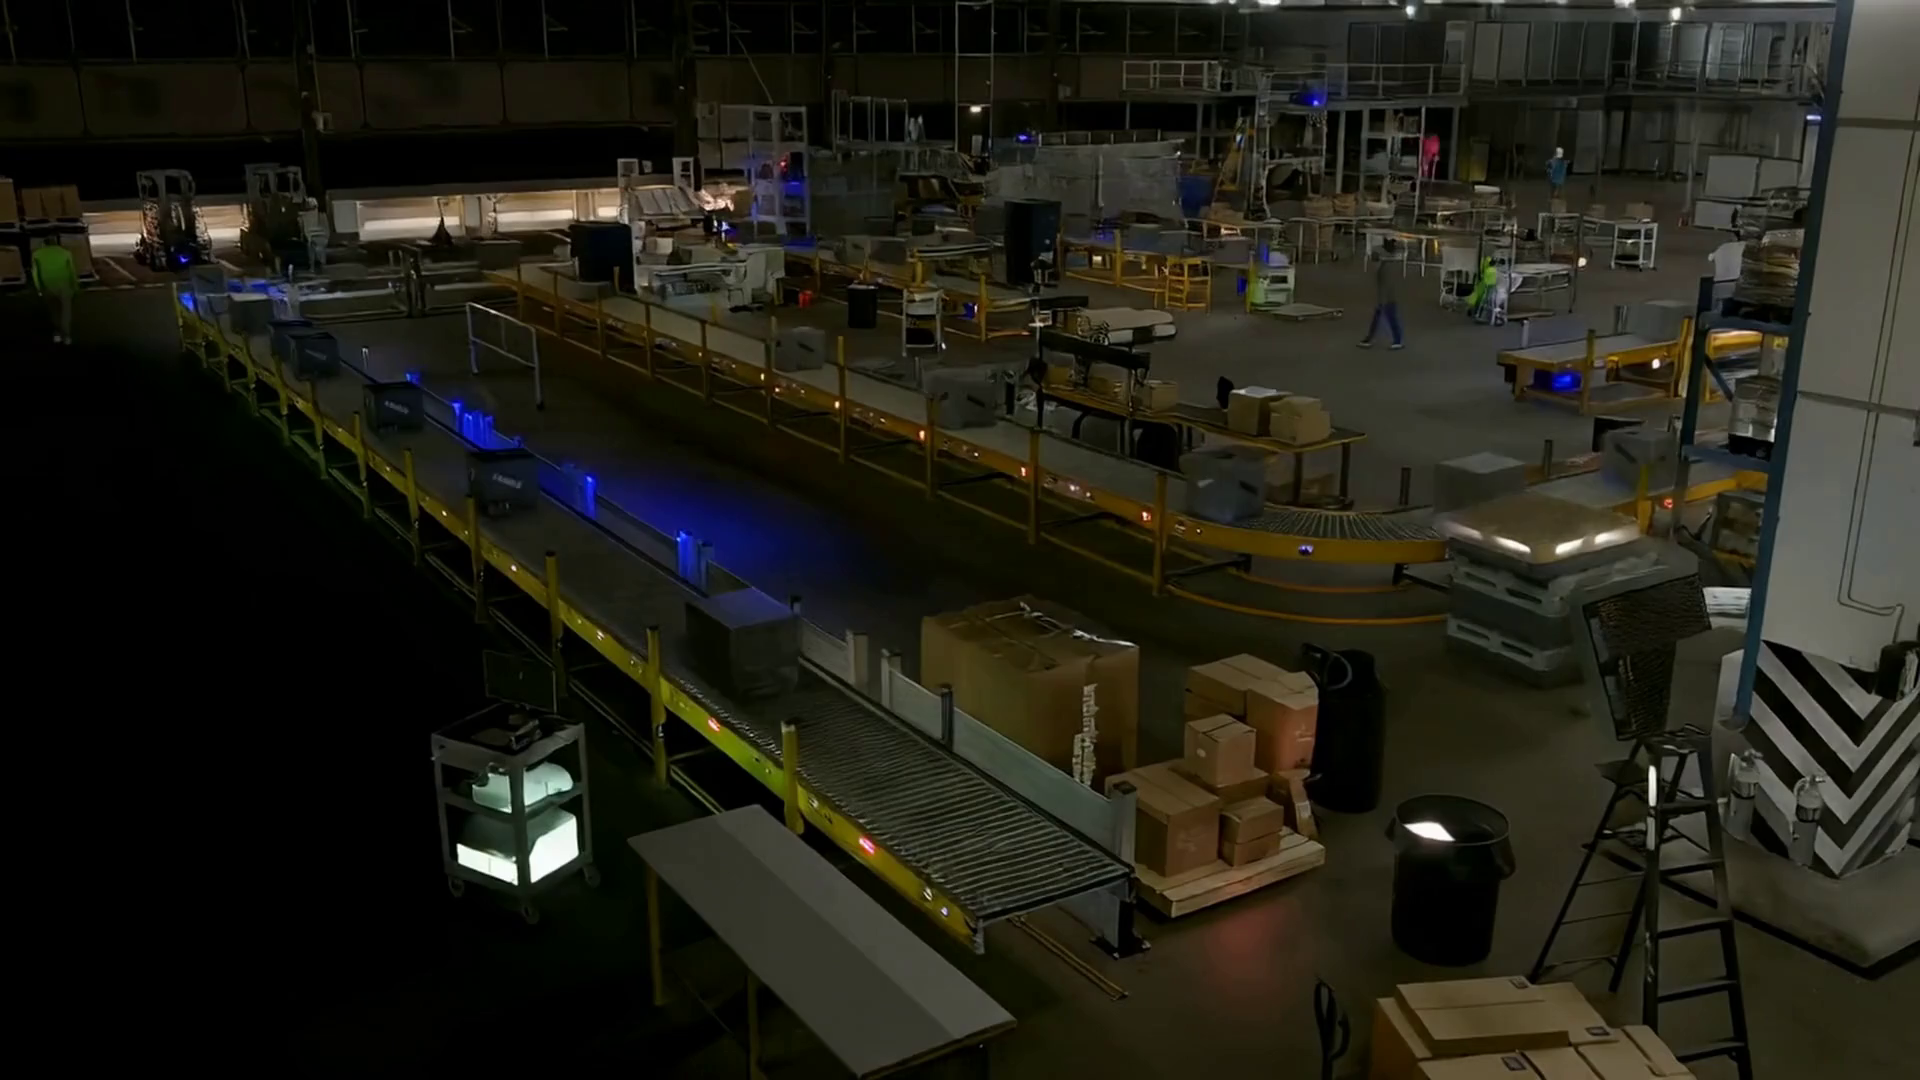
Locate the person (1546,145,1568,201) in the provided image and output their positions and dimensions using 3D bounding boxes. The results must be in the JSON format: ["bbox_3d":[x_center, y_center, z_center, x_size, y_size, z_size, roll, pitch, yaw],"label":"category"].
[{"bbox_3d":[17.395,-10.487,48.541,0.613,2.043,0.382,-4,17,-12],"label":"person"}]

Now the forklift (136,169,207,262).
[{"bbox_3d":[-17.842,-7.318,37.559,1.157,1.987,2.680,-10,20,-31],"label":"forklift"}]

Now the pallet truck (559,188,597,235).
[{"bbox_3d":[-10.010,-8.652,43.699,0.653,1.274,1.630,-10,20,-31],"label":"pallet truck"}]

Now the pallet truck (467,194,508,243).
[{"bbox_3d":[-11.983,-8.177,42.137,0.704,1.261,1.522,-11,20,-33],"label":"pallet truck"}]

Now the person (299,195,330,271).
[{"bbox_3d":[-13.639,-6.383,35.243,0.595,1.832,0.404,0,17,-1],"label":"person"}]

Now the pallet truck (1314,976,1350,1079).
[{"bbox_3d":[2.299,2.390,7.086,1.601,1.201,0.680,-2,17,-7],"label":"pallet truck"}]

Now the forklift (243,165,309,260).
[{"bbox_3d":[-15.898,-7.669,38.708,1.157,1.987,2.680,-11,20,-33],"label":"forklift"}]

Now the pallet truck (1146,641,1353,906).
[{"bbox_3d":[1.664,1.407,10.232,1.630,1.274,0.653,-10,20,-31],"label":"pallet truck"}]

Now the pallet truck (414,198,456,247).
[{"bbox_3d":[-13.250,-8.060,41.856,0.680,1.201,1.601,-10,20,-31],"label":"pallet truck"}]

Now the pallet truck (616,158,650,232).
[{"bbox_3d":[-8.918,-9.176,44.255,0.823,1.965,1.885,-9,19,-27],"label":"pallet truck"}]

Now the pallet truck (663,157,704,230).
[{"bbox_3d":[-7.586,-9.308,44.692,0.823,1.965,1.885,-11,20,-33],"label":"pallet truck"}]

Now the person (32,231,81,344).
[{"bbox_3d":[-15.294,-4.291,28.210,0.671,1.866,0.913,-7,18,-23],"label":"person"}]

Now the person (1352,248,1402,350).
[{"bbox_3d":[6.936,-3.949,27.352,0.890,1.694,0.526,-1,17,-3],"label":"person"}]

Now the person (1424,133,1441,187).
[{"bbox_3d":[16.516,-13.239,58.002,0.578,1.872,0.405,-9,19,-26],"label":"person"}]
